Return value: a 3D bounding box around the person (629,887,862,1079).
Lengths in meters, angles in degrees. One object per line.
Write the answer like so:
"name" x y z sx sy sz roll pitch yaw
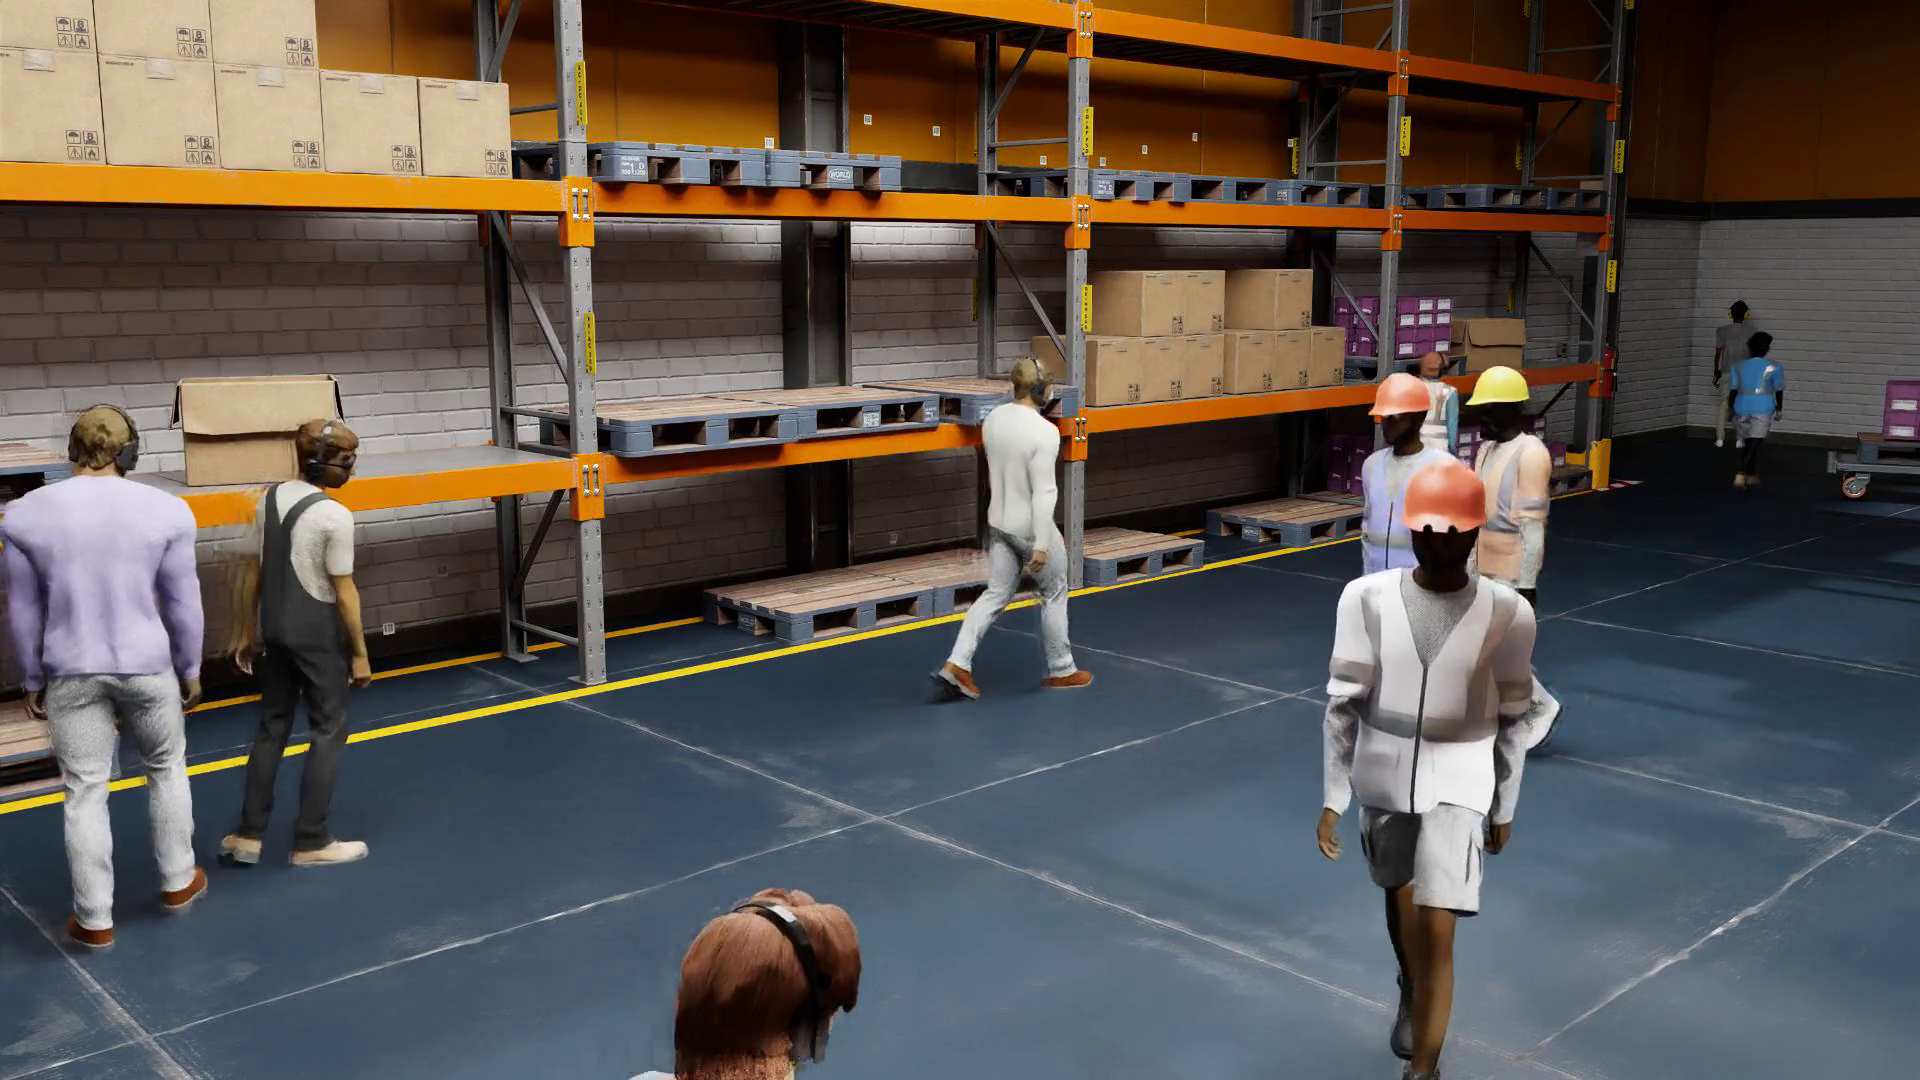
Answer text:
"person" -0.224 1.251 2.218 0.534 1.623 0.414 8 13 39

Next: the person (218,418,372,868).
"person" -2.677 0.420 6.586 0.706 1.806 0.452 5 11 26

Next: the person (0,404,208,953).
"person" -3.036 0.476 5.957 0.628 1.910 0.614 -4 10 -21

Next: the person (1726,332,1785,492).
"person" 8.248 -1.341 17.307 0.832 1.653 0.520 -8 12 -37

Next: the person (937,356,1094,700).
"person" 0.304 -0.060 9.118 0.944 1.905 0.629 -7 12 -37

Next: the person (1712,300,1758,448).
"person" 9.857 -2.104 21.160 0.513 1.872 0.328 5 11 29

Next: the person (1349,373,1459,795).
"person" 2.087 0.186 7.611 0.770 1.917 0.546 -8 13 -40

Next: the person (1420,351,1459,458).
"person" 3.974 -0.775 14.068 0.533 1.636 0.353 9 13 43

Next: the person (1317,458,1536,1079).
"person" 1.318 0.700 4.723 0.543 1.887 1.018 4 11 24

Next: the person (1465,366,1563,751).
"person" 2.632 0.117 8.038 0.458 1.908 0.606 -1 10 -7
